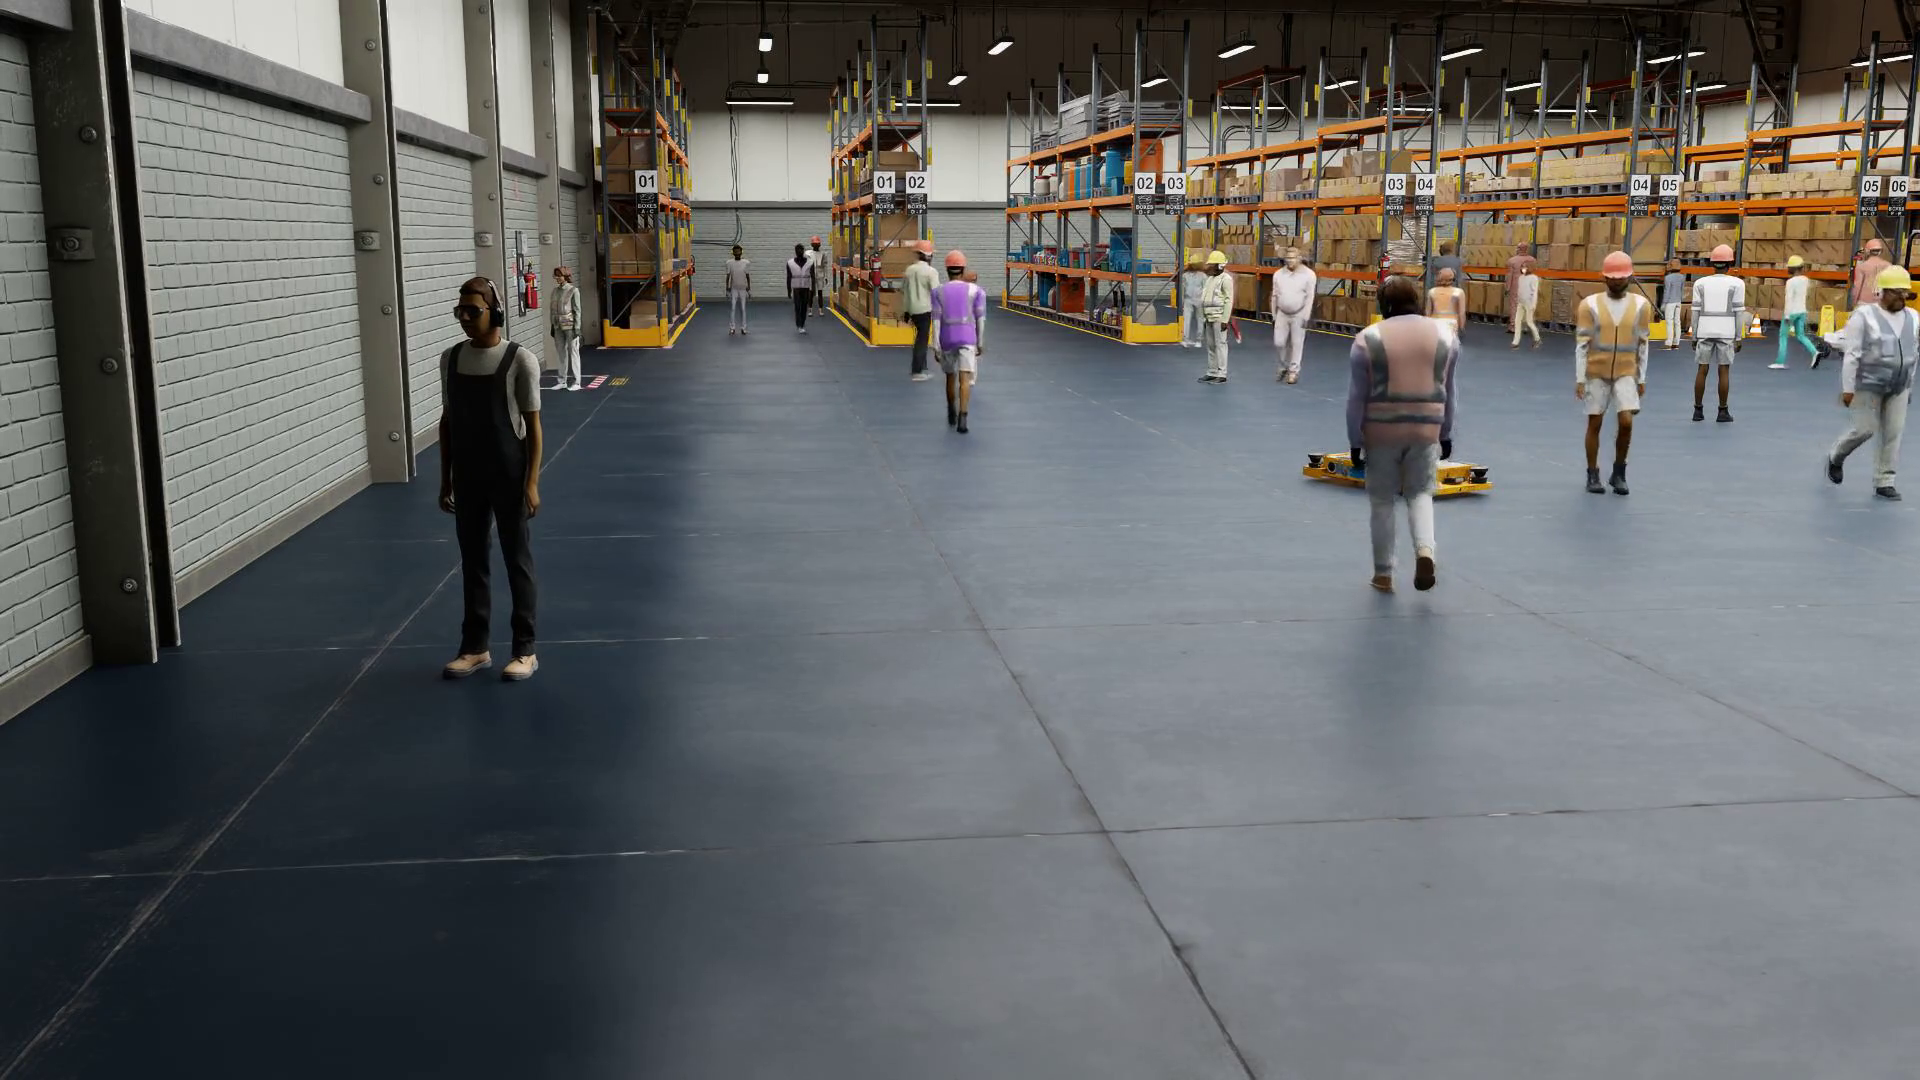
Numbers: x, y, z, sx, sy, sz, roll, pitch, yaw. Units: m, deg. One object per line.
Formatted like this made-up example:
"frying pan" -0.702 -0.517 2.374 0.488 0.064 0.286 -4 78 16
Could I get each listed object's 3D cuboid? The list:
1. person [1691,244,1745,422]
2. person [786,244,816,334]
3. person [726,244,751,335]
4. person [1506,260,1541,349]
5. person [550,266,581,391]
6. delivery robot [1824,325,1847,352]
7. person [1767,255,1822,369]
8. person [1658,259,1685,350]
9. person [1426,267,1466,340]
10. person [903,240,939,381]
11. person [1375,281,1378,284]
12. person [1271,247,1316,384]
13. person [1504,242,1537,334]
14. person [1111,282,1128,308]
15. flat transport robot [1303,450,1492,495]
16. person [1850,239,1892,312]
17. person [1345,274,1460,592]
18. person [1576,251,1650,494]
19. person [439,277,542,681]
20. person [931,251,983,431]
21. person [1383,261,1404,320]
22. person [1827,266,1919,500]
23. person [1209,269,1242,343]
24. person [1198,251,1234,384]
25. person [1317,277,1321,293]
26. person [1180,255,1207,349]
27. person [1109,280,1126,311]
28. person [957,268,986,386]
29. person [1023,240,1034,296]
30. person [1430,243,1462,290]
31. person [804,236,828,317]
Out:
"person" 8.310 -2.261 18.259 0.545 1.942 0.350 8 13 36
"person" -3.379 -5.335 35.291 0.591 1.883 0.917 -3 11 -15
"person" -4.601 -5.197 34.554 0.523 1.870 0.317 -2 11 -13
"person" 10.313 -4.280 30.224 0.653 1.614 0.518 -4 11 -23
"person" -5.213 -2.787 21.973 0.513 1.640 0.308 6 12 31
"delivery robot" 14.769 -3.341 27.728 0.477 0.478 0.707 -2 11 -13
"person" 12.767 -3.457 25.328 0.530 1.742 0.708 -5 12 -28
"person" 12.837 -4.247 29.988 0.498 1.634 0.281 -6 12 -29
"person" 6.329 -2.729 21.678 0.513 1.629 0.360 9 13 39
"person" -0.473 -3.252 23.610 0.741 1.964 0.649 -10 14 -43
"person" 12.415 -8.016 49.718 0.622 1.997 0.993 -9 14 -41
"person" 4.576 -3.093 22.989 0.639 1.885 0.466 5 12 27
"person" 11.751 -5.281 34.918 0.655 1.905 0.407 -1 10 -5
"person" 4.533 -7.558 47.351 0.644 1.916 0.611 9 13 39
"flat transport robot" 3.539 -0.561 13.524 0.652 0.197 1.431 -7 12 -33
"person" 14.883 -3.918 27.198 0.621 1.992 0.395 0 10 0
"person" 2.489 -0.579 9.374 0.637 1.820 0.530 0 10 -1
"person" 5.108 -1.296 13.048 0.552 1.911 0.560 2 11 12
"person" -2.155 -0.272 7.621 0.504 1.847 0.344 3 11 14
"person" -0.034 -2.099 17.552 0.545 1.890 1.037 1 10 3
"person" 7.402 -3.913 28.204 0.512 1.617 0.471 -7 12 -33
"person" 7.166 -1.238 13.024 0.598 1.812 0.679 -1 10 -5
"person" 4.941 -4.522 31.260 0.781 1.715 0.574 -9 14 -40
"person" 3.529 -3.064 22.966 0.404 1.828 0.600 -4 11 -19
"person" 10.106 -7.577 47.757 0.593 1.804 0.892 3 11 18
"person" 4.255 -4.324 30.254 0.503 1.683 0.947 4 11 20
"person" 4.289 -7.034 45.098 0.546 1.697 0.317 -5 11 -25
"person" 0.098 -2.843 22.348 0.513 1.611 0.782 0 10 -1
"person" 2.008 -7.920 49.293 0.355 1.937 0.634 -1 10 -5
"person" 9.878 -5.107 34.025 0.633 1.877 1.041 -1 10 -5
"person" -3.656 -6.698 42.334 0.624 2.037 0.411 -3 11 -14
